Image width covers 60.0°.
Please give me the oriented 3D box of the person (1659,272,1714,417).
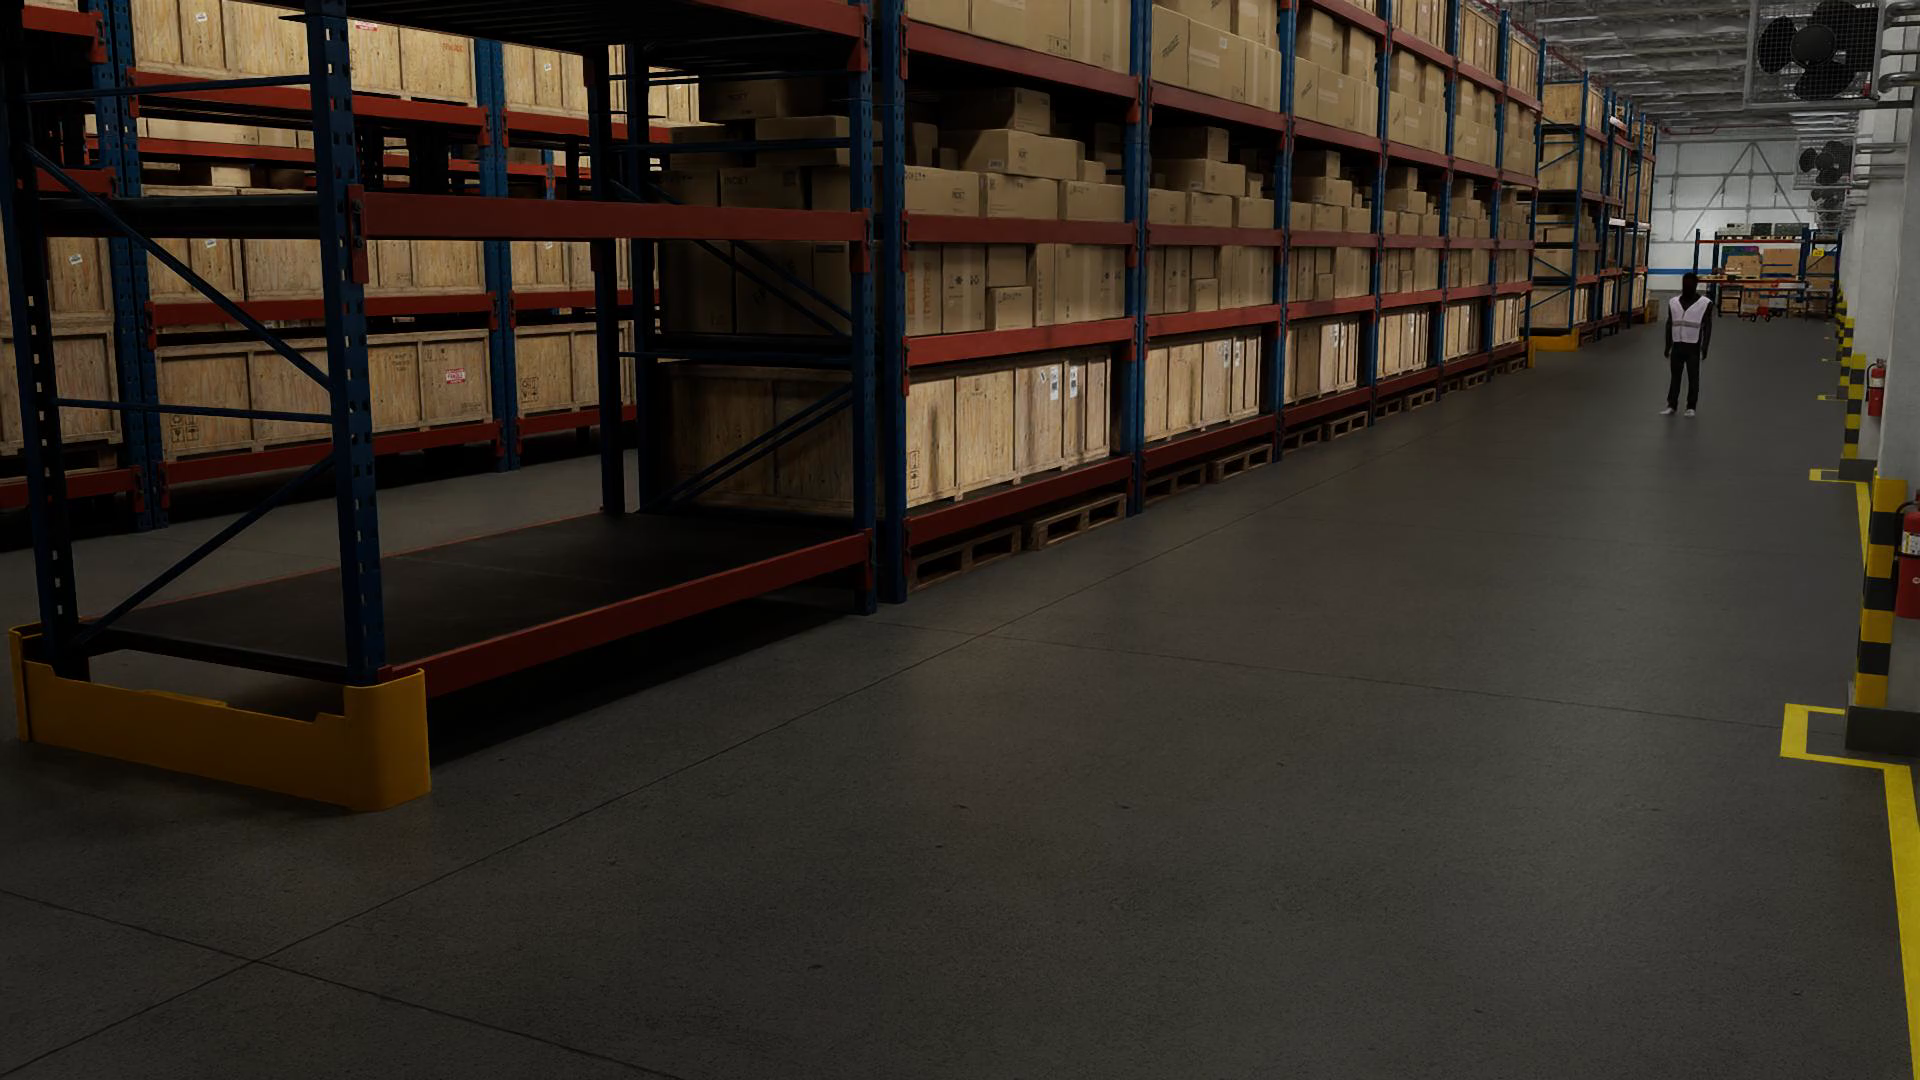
[{"bbox_3d":[9.707,-2.603,22.195,0.398,1.920,0.589,-8,13,-41],"label":"person"}]
